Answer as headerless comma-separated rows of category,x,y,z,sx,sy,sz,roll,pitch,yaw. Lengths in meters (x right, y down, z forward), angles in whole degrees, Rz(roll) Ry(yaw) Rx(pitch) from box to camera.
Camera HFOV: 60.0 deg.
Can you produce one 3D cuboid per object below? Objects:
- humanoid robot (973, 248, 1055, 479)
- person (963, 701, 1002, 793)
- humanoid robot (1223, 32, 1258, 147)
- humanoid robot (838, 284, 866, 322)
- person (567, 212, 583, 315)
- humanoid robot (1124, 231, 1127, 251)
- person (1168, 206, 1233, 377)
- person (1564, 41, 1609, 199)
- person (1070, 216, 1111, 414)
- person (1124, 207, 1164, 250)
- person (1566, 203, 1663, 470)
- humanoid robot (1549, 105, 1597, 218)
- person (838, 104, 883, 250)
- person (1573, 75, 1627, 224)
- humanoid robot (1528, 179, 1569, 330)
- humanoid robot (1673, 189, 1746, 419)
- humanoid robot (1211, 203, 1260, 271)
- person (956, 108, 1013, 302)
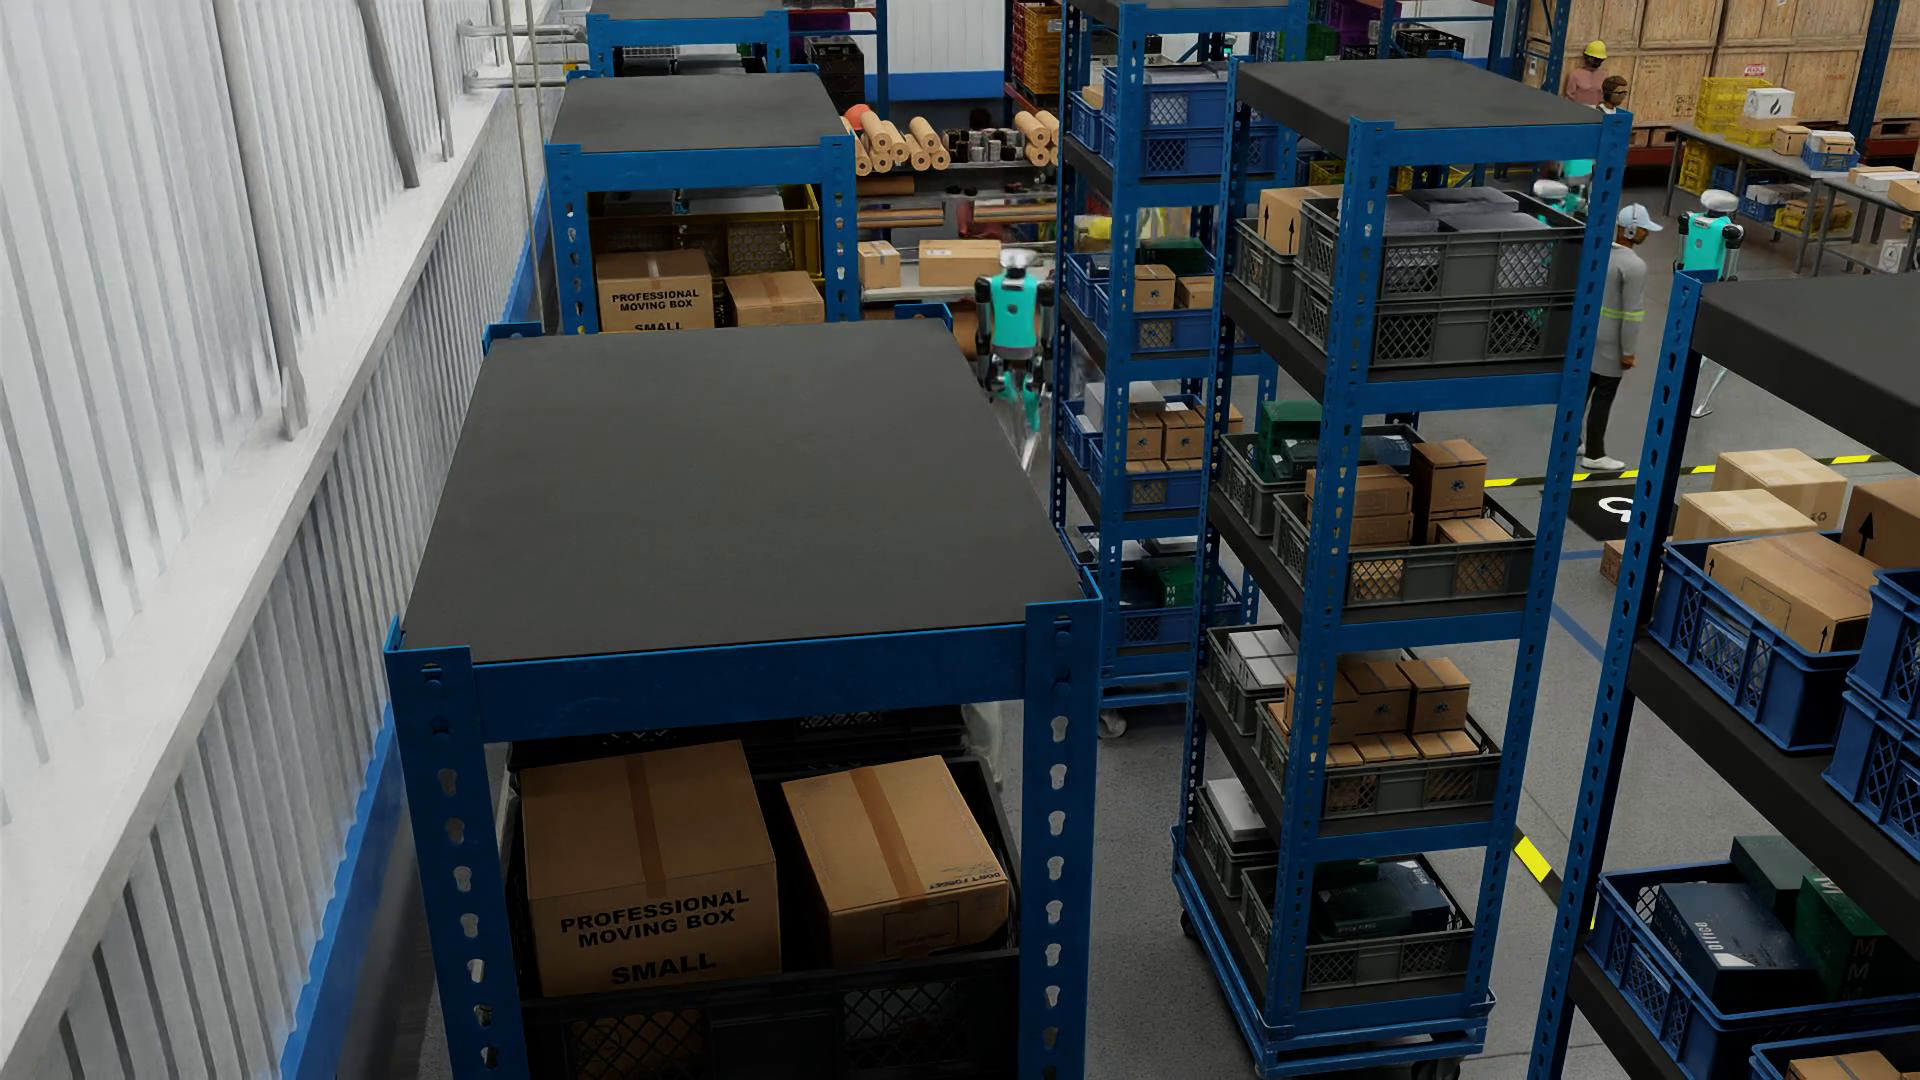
humanoid robot,0.431,-1.161,11.098,0.539,1.772,0.958,6,25,12
person,0.063,0.332,7.709,0.398,1.832,0.565,-6,25,-14
humanoid robot,3.271,-5.011,19.273,0.735,1.677,0.533,2,25,5
humanoid robot,-0.643,-0.865,10.545,0.603,1.623,0.775,22,32,39
person,-2.748,-1.873,12.474,0.512,1.858,0.333,-19,31,-36
humanoid robot,1.125,-1.493,11.868,0.384,1.644,0.599,-4,25,-8
person,1.712,-2.203,13.172,0.974,1.879,0.564,4,25,8
person,7.068,-4.756,18.859,0.525,1.760,0.335,-6,25,-12
person,0.940,-1.387,11.562,0.409,1.719,0.499,-2,25,-4
person,1.481,-2.195,13.249,0.967,1.781,0.649,2,25,3
person,4.480,-1.399,11.449,0.401,1.848,0.589,-6,25,-13
humanoid robot,5.563,-3.204,15.531,0.558,1.751,1.044,-10,27,-21
person,-0.817,-2.561,13.746,0.373,2.043,0.607,-19,31,-35
person,6.245,-3.618,16.295,0.336,1.838,0.505,20,32,37
humanoid robot,4.662,-1.873,12.709,1.061,1.784,0.531,-5,25,-10
humanoid robot,5.554,-1.737,12.157,0.735,1.677,0.533,-11,27,-23
humanoid robot,2.292,-2.439,13.933,0.613,1.639,0.479,8,26,17
person,0.243,-2.767,14.397,0.597,1.877,0.730,-15,29,-29
